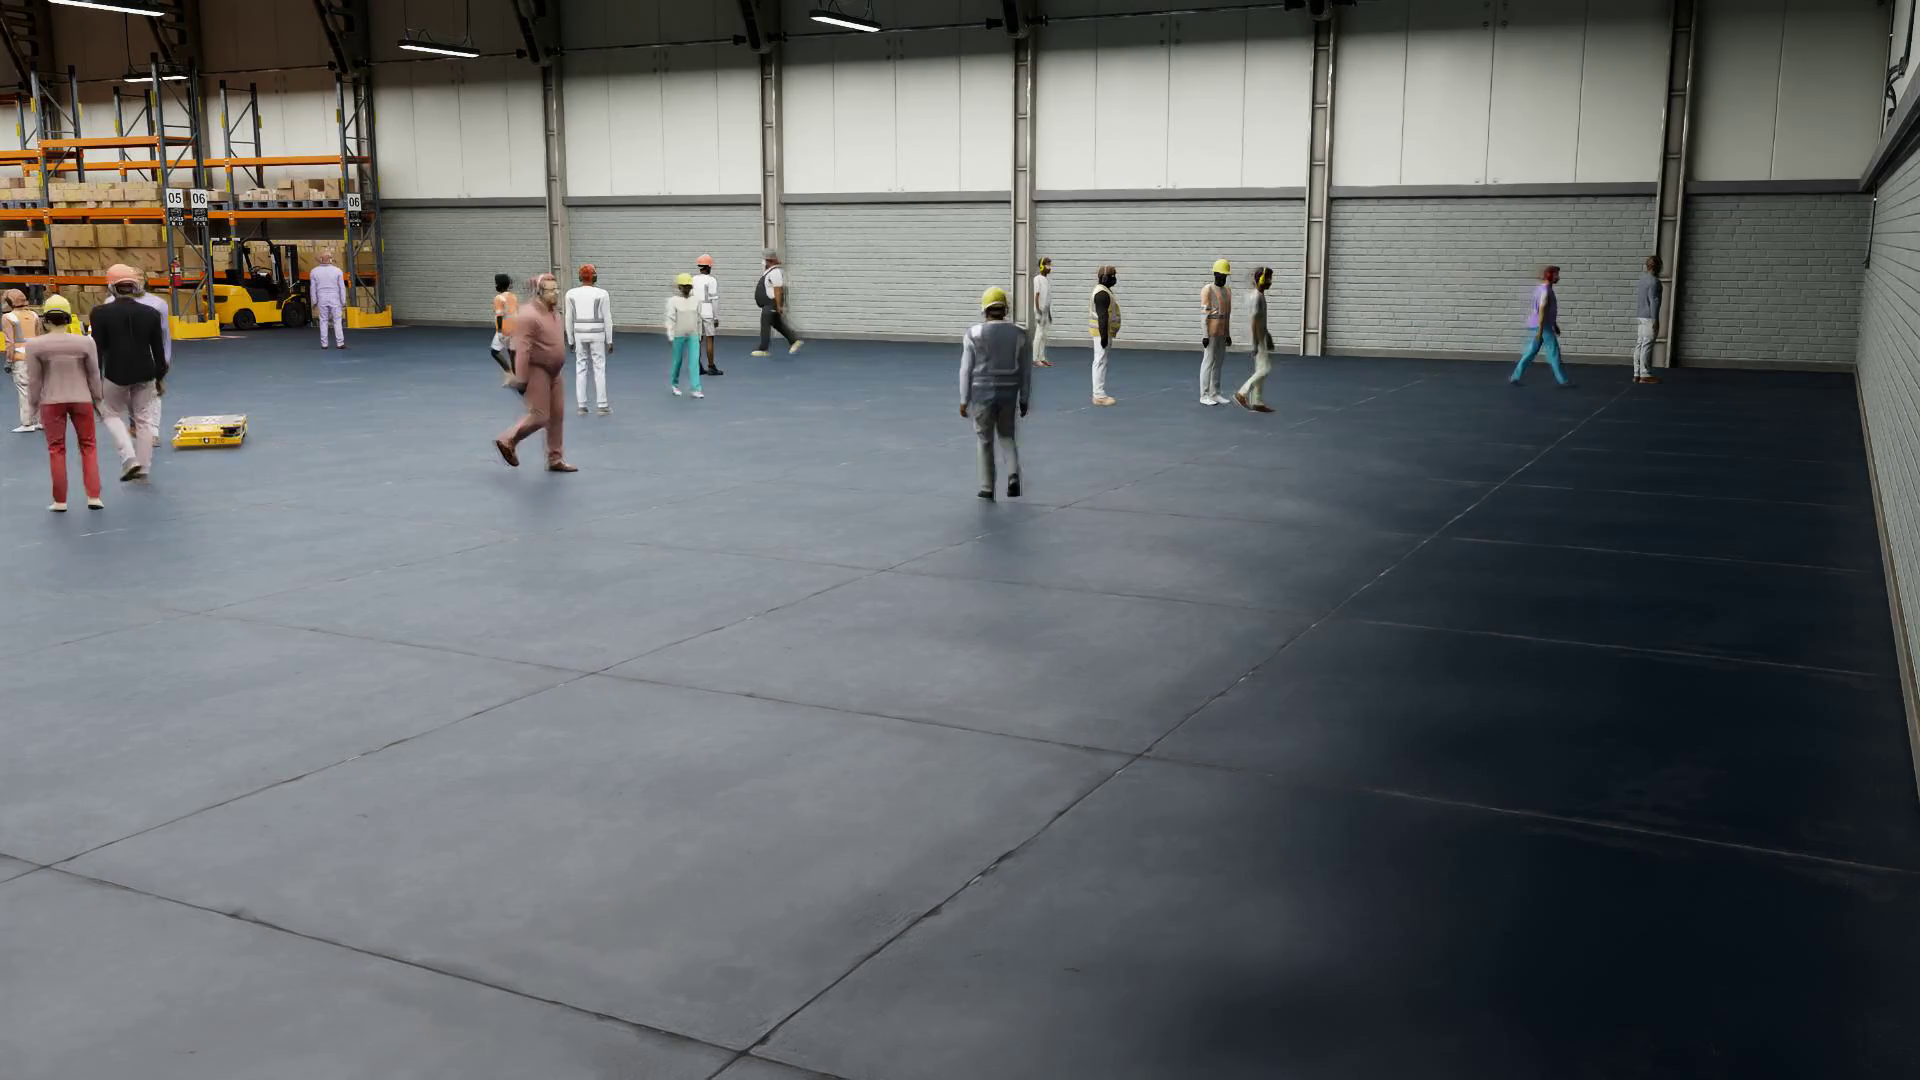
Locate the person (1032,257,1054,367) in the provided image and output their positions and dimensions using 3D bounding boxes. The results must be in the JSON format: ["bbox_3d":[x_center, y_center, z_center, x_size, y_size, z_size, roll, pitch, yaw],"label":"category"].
[{"bbox_3d":[1.428,-3.898,28.486,0.311,1.863,0.532,5,12,26],"label":"person"}]

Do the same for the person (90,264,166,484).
[{"bbox_3d":[-7.482,-1.482,14.970,0.645,1.983,0.429,-10,14,-43],"label":"person"}]

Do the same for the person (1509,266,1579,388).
[{"bbox_3d":[8.654,-3.150,24.586,0.968,1.802,0.567,3,11,16],"label":"person"}]

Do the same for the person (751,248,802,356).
[{"bbox_3d":[-3.435,-4.475,31.147,0.922,2.000,0.675,-2,11,-11],"label":"person"}]

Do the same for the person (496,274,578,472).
[{"bbox_3d":[-4.009,-1.565,15.701,0.641,1.887,0.654,3,11,15],"label":"person"}]

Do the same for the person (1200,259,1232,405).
[{"bbox_3d":[3.423,-2.758,22.102,0.383,1.923,0.590,10,14,43],"label":"person"}]

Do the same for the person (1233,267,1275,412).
[{"bbox_3d":[3.795,-2.524,21.044,0.469,1.850,0.531,2,11,9],"label":"person"}]

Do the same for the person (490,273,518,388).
[{"bbox_3d":[-6.642,-3.044,24.315,0.367,1.688,0.543,4,11,20],"label":"person"}]

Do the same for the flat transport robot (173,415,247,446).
[{"bbox_3d":[-8.188,-1.212,18.184,0.652,0.197,1.431,-4,11,-20],"label":"flat transport robot"}]

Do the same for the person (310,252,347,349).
[{"bbox_3d":[-12.471,-4.728,32.891,0.645,1.907,0.400,-1,10,-8],"label":"person"}]

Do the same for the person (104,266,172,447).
[{"bbox_3d":[-8.744,-1.955,17.728,0.645,1.925,0.614,-6,12,-31],"label":"person"}]

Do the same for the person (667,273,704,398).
[{"bbox_3d":[-3.845,-2.854,23.170,0.539,1.725,0.888,-6,12,-28],"label":"person"}]

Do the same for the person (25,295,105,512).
[{"bbox_3d":[-7.267,-1.092,13.501,0.564,1.764,0.367,-6,12,-30],"label":"person"}]

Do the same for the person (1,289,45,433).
[{"bbox_3d":[-10.684,-2.043,18.982,0.314,1.639,0.514,2,11,13],"label":"person"}]

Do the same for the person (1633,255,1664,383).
[{"bbox_3d":[10.494,-3.354,25.312,0.372,1.940,0.629,1,10,4],"label":"person"}]

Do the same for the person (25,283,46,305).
[{"bbox_3d":[-24.770,-6.871,44.563,0.402,1.919,0.591,4,11,23],"label":"person"}]

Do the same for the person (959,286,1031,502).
[{"bbox_3d":[0.281,-1.214,13.976,0.598,1.820,0.416,-4,11,-20],"label":"person"}]

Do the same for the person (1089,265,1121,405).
[{"bbox_3d":[1.929,-2.722,22.133,0.430,1.843,0.625,1,10,5],"label":"person"}]

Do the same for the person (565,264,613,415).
[{"bbox_3d":[-4.632,-2.504,20.824,0.584,1.882,0.337,1,10,6],"label":"person"}]

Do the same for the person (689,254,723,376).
[{"bbox_3d":[-4.087,-3.609,26.703,0.546,1.939,0.375,7,12,32],"label":"person"}]
